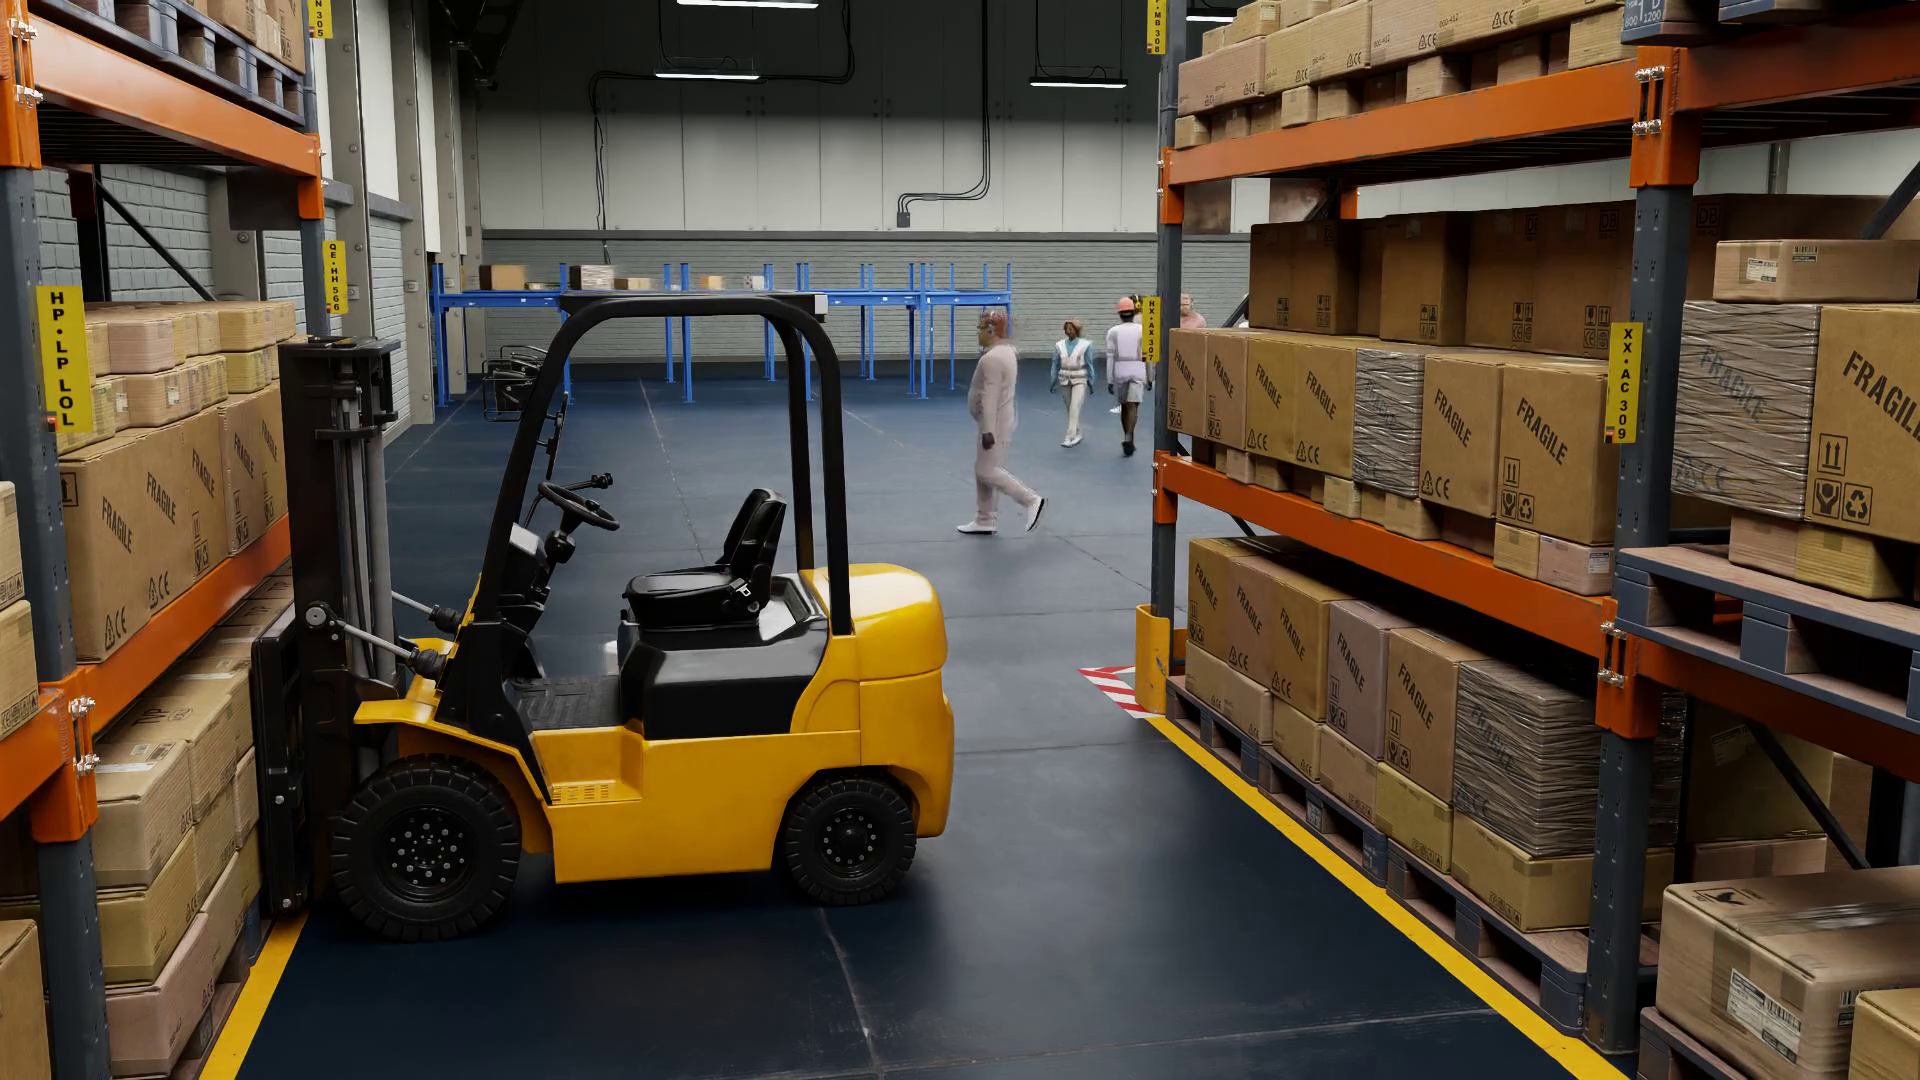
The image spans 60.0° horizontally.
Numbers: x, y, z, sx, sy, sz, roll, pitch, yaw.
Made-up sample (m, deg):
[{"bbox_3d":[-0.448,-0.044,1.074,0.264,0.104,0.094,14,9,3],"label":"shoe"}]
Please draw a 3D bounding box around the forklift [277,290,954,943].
[{"bbox_3d":[-1.179,0.175,6.143,2.313,2.155,1.214,-2,10,-12],"label":"forklift"}]

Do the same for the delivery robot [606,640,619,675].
[{"bbox_3d":[-1.380,0.616,8.145,0.707,0.478,0.477,5,10,27],"label":"delivery robot"}]

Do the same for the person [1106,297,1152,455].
[{"bbox_3d":[2.033,-1.986,20.139,0.569,1.891,0.947,2,10,12],"label":"person"}]

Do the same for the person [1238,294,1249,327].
[{"bbox_3d":[3.642,-2.098,20.730,0.547,1.923,0.476,-6,11,-34],"label":"person"}]

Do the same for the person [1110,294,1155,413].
[{"bbox_3d":[2.801,-2.881,25.740,0.860,1.843,0.522,-1,9,-6],"label":"person"}]

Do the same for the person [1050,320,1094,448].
[{"bbox_3d":[1.417,-1.973,20.938,0.537,1.592,0.876,5,11,28],"label":"person"}]

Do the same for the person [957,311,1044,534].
[{"bbox_3d":[0.334,-0.968,13.915,0.687,1.882,0.654,2,9,9],"label":"person"}]

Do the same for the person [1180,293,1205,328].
[{"bbox_3d":[3.197,-2.597,23.906,0.653,1.876,0.584,1,9,9],"label":"person"}]
